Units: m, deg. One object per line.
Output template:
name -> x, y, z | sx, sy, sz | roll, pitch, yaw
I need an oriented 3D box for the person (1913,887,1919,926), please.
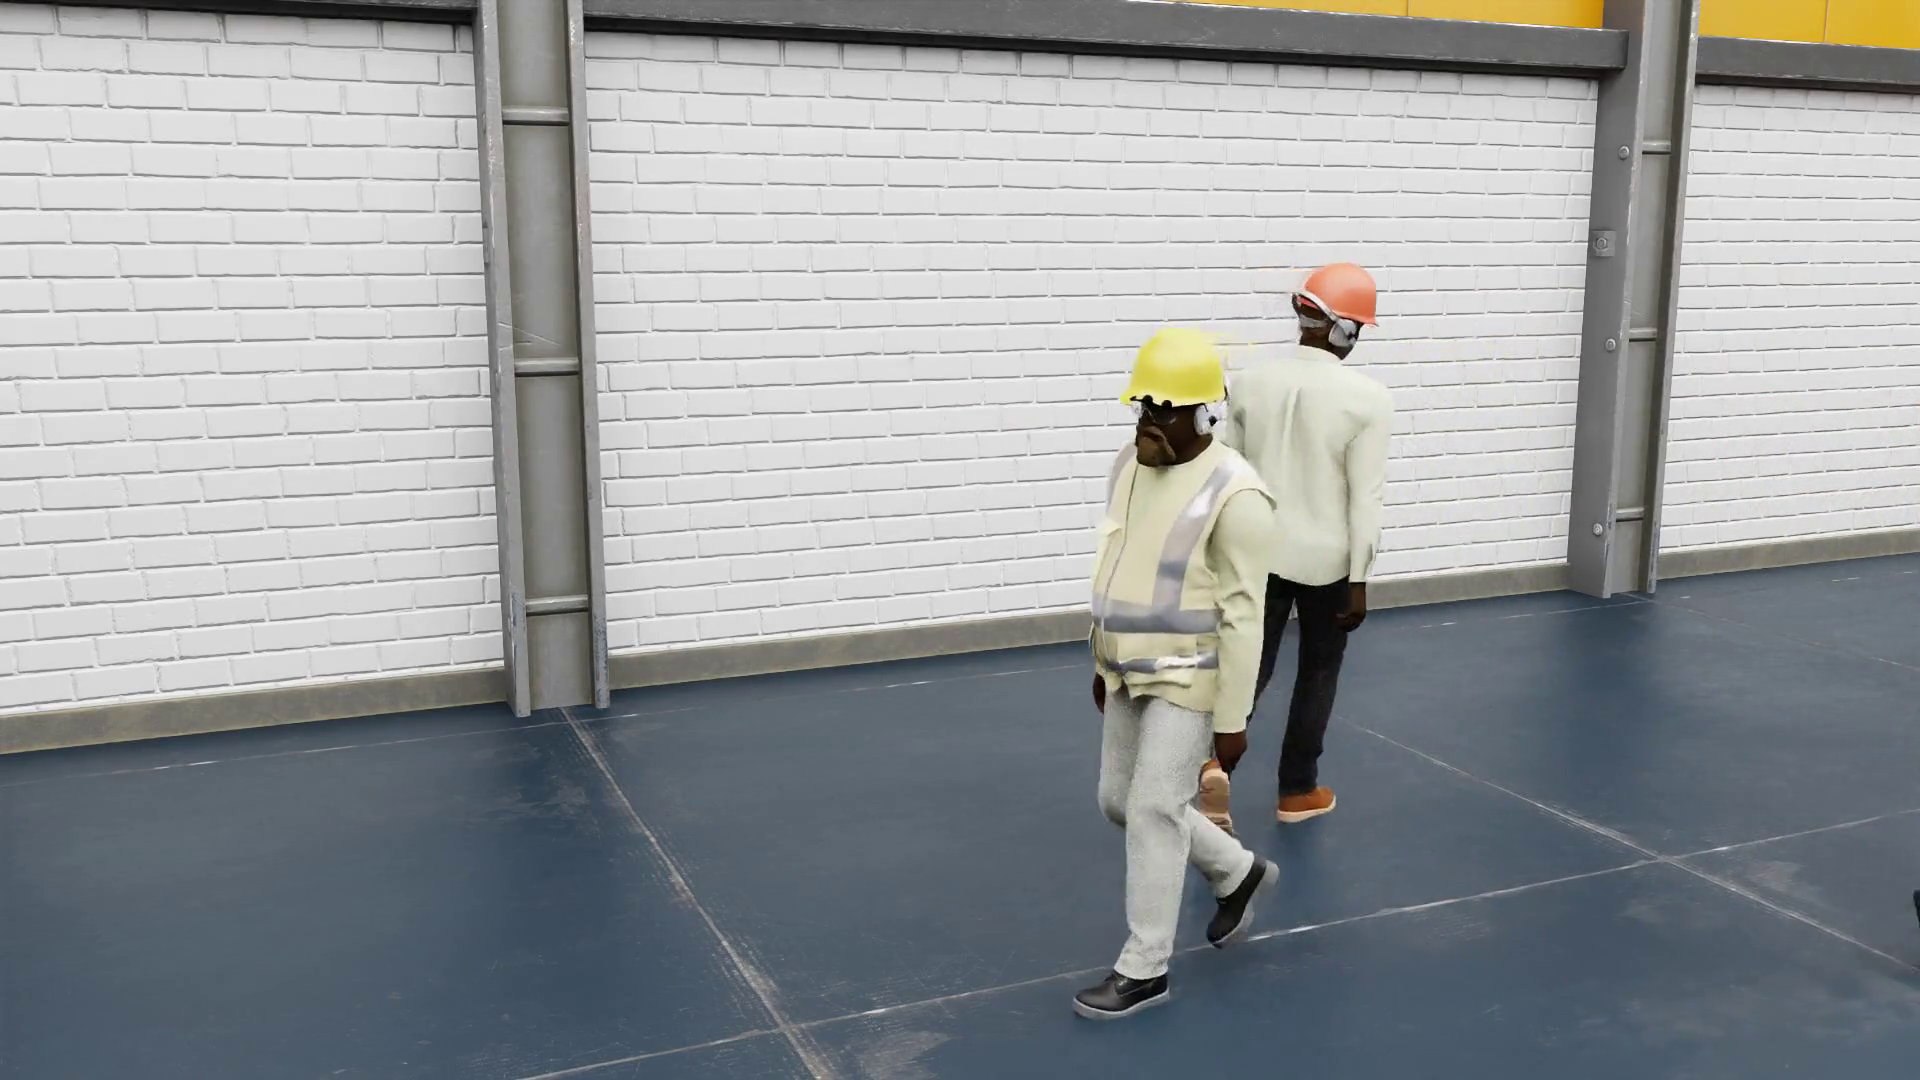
person -> 3.003, 0.427, 4.423 | 0.671, 1.615, 0.522 | -1, 10, -3

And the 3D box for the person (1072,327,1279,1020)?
person -> 0.593, 0.343, 4.349 | 0.592, 1.806, 0.600 | -5, 11, -25

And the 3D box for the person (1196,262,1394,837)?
person -> 1.066, 0.069, 5.487 | 0.620, 1.953, 0.862 | 8, 13, 36
